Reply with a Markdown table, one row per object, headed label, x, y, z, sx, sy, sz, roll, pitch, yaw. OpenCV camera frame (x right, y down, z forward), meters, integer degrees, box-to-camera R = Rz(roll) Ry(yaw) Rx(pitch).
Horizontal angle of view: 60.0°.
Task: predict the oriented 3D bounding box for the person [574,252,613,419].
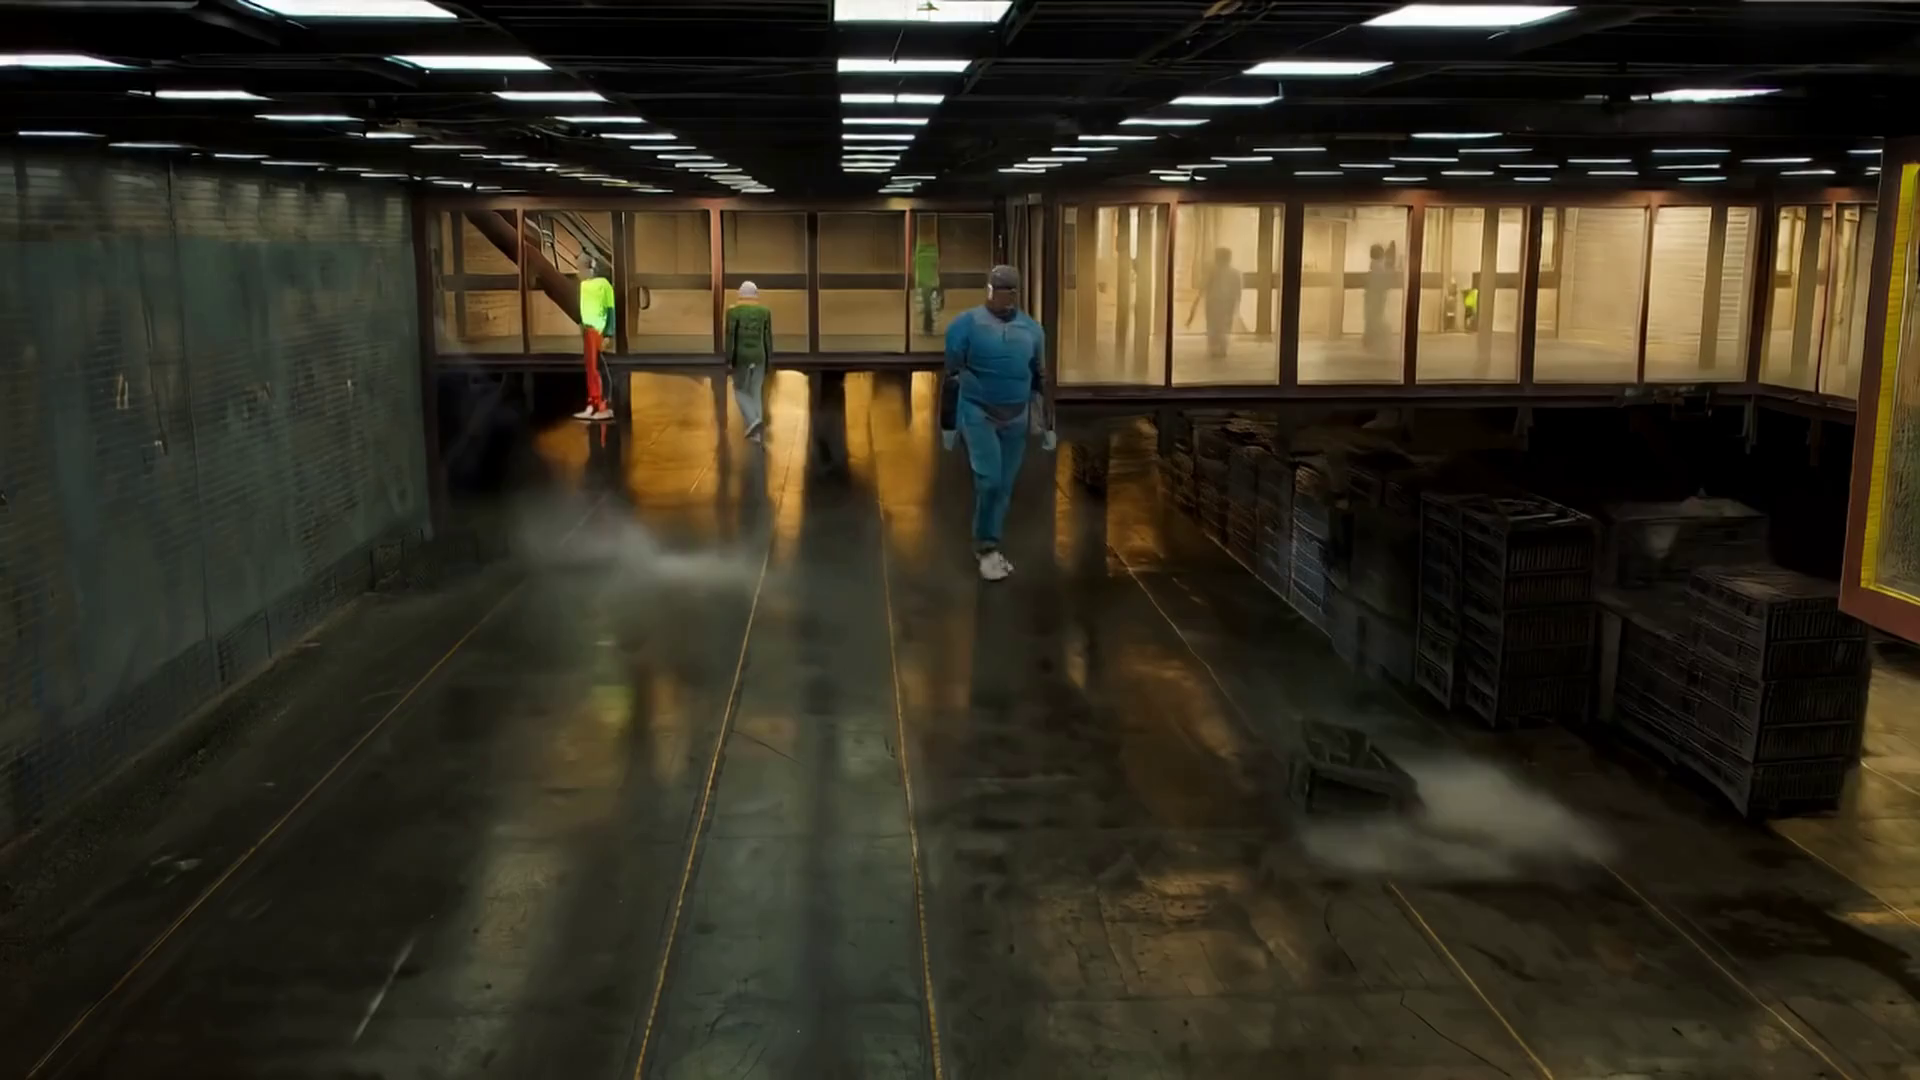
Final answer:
| label | x | y | z | sx | sy | sz | roll | pitch | yaw |
| --- | --- | --- | --- | --- | --- | --- | --- | --- | --- |
| person | -4.107 | -2.278 | 18.599 | 0.532 | 1.863 | 0.319 | 9 | 14 | 39 |

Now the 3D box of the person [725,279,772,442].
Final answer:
| label | x | y | z | sx | sy | sz | roll | pitch | yaw |
| --- | --- | --- | --- | --- | --- | --- | --- | --- | --- |
| person | -2.073 | -1.756 | 16.435 | 0.518 | 1.617 | 0.402 | -7 | 13 | -33 |

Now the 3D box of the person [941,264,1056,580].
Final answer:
| label | x | y | z | sx | sy | sz | roll | pitch | yaw |
| --- | --- | --- | --- | --- | --- | --- | --- | --- | --- |
| person | 0.277 | -0.703 | 10.023 | 0.687 | 1.880 | 0.719 | -5 | 12 | -24 |
